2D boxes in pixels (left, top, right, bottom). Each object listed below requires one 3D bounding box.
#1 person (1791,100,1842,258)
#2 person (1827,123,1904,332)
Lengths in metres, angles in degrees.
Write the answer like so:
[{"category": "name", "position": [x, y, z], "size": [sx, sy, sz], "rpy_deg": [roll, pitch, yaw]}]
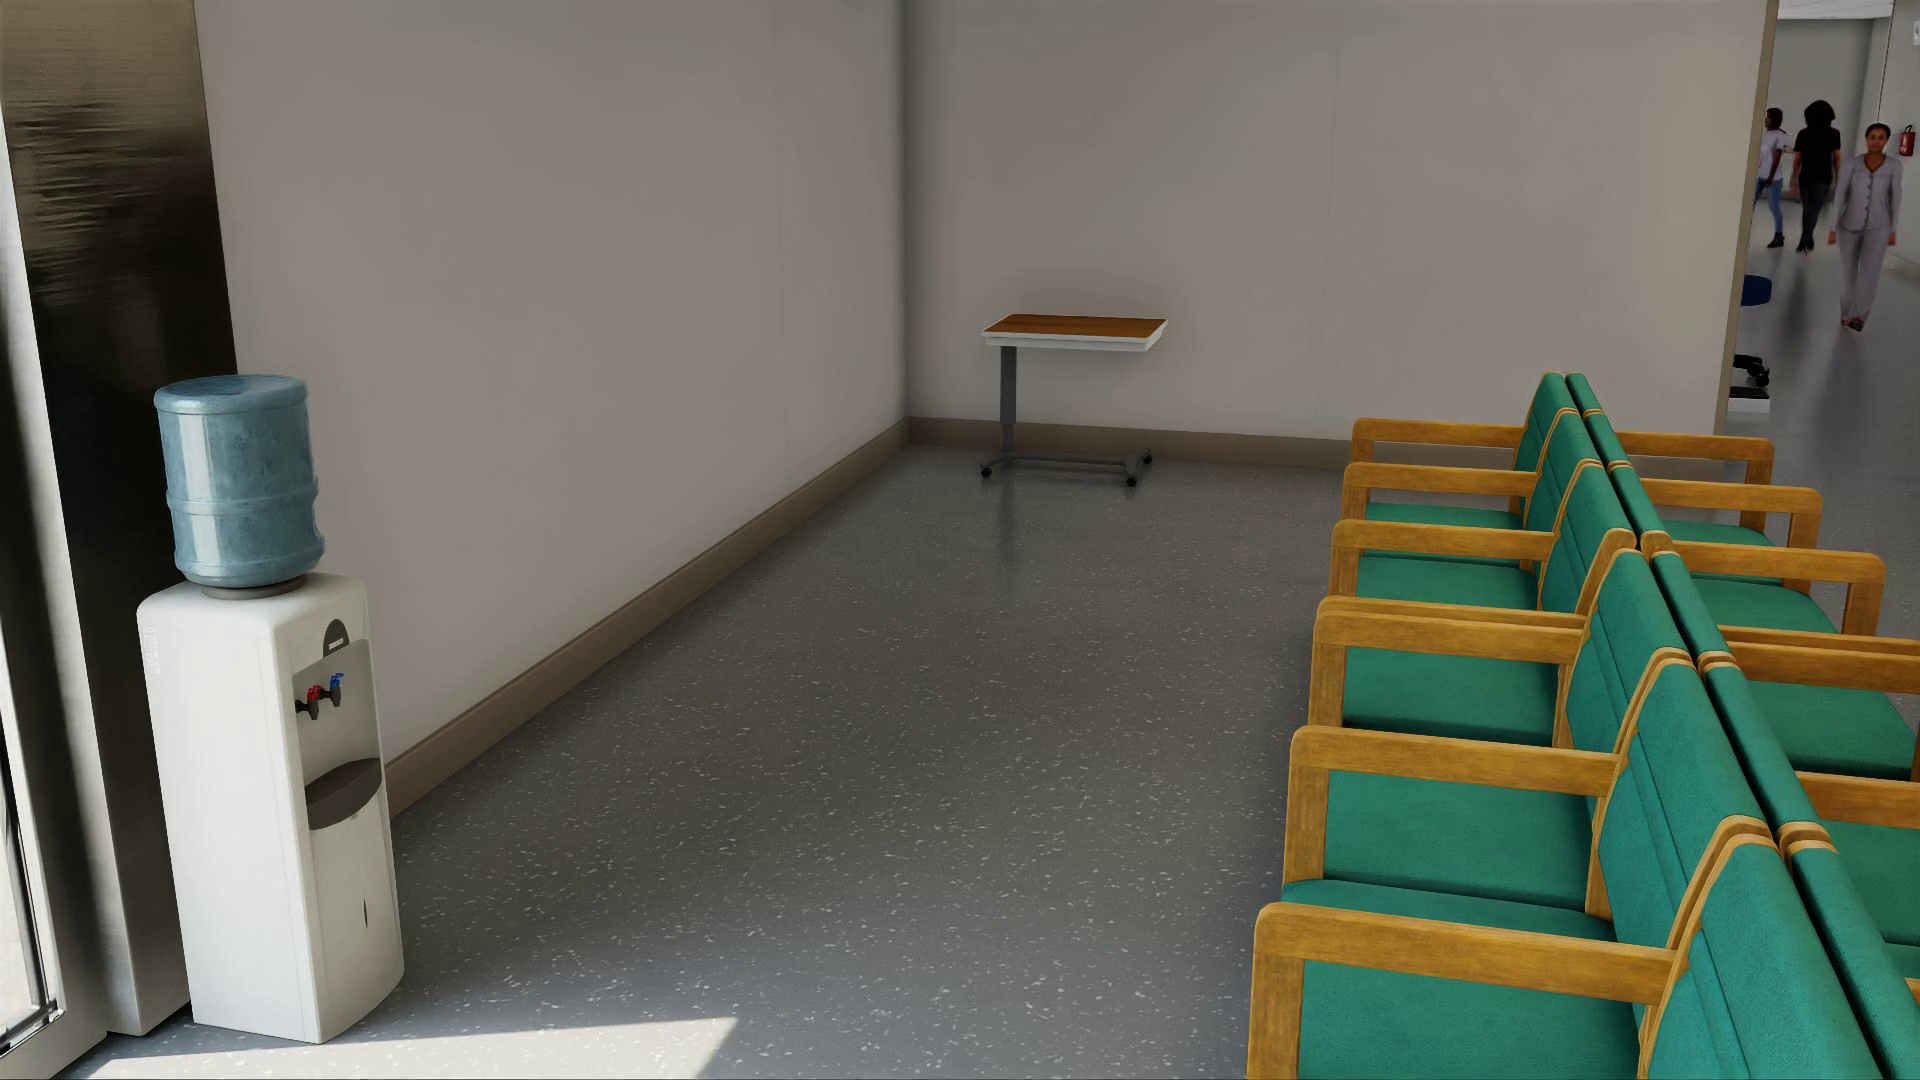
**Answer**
[{"category": "person", "position": [9.950, -4.172, 19.380], "size": [1.228, 1.782, 1.042], "rpy_deg": [12, 20, 37]}, {"category": "person", "position": [7.638, -2.621, 14.063], "size": [1.113, 1.694, 0.925], "rpy_deg": [9, 18, 30]}]
